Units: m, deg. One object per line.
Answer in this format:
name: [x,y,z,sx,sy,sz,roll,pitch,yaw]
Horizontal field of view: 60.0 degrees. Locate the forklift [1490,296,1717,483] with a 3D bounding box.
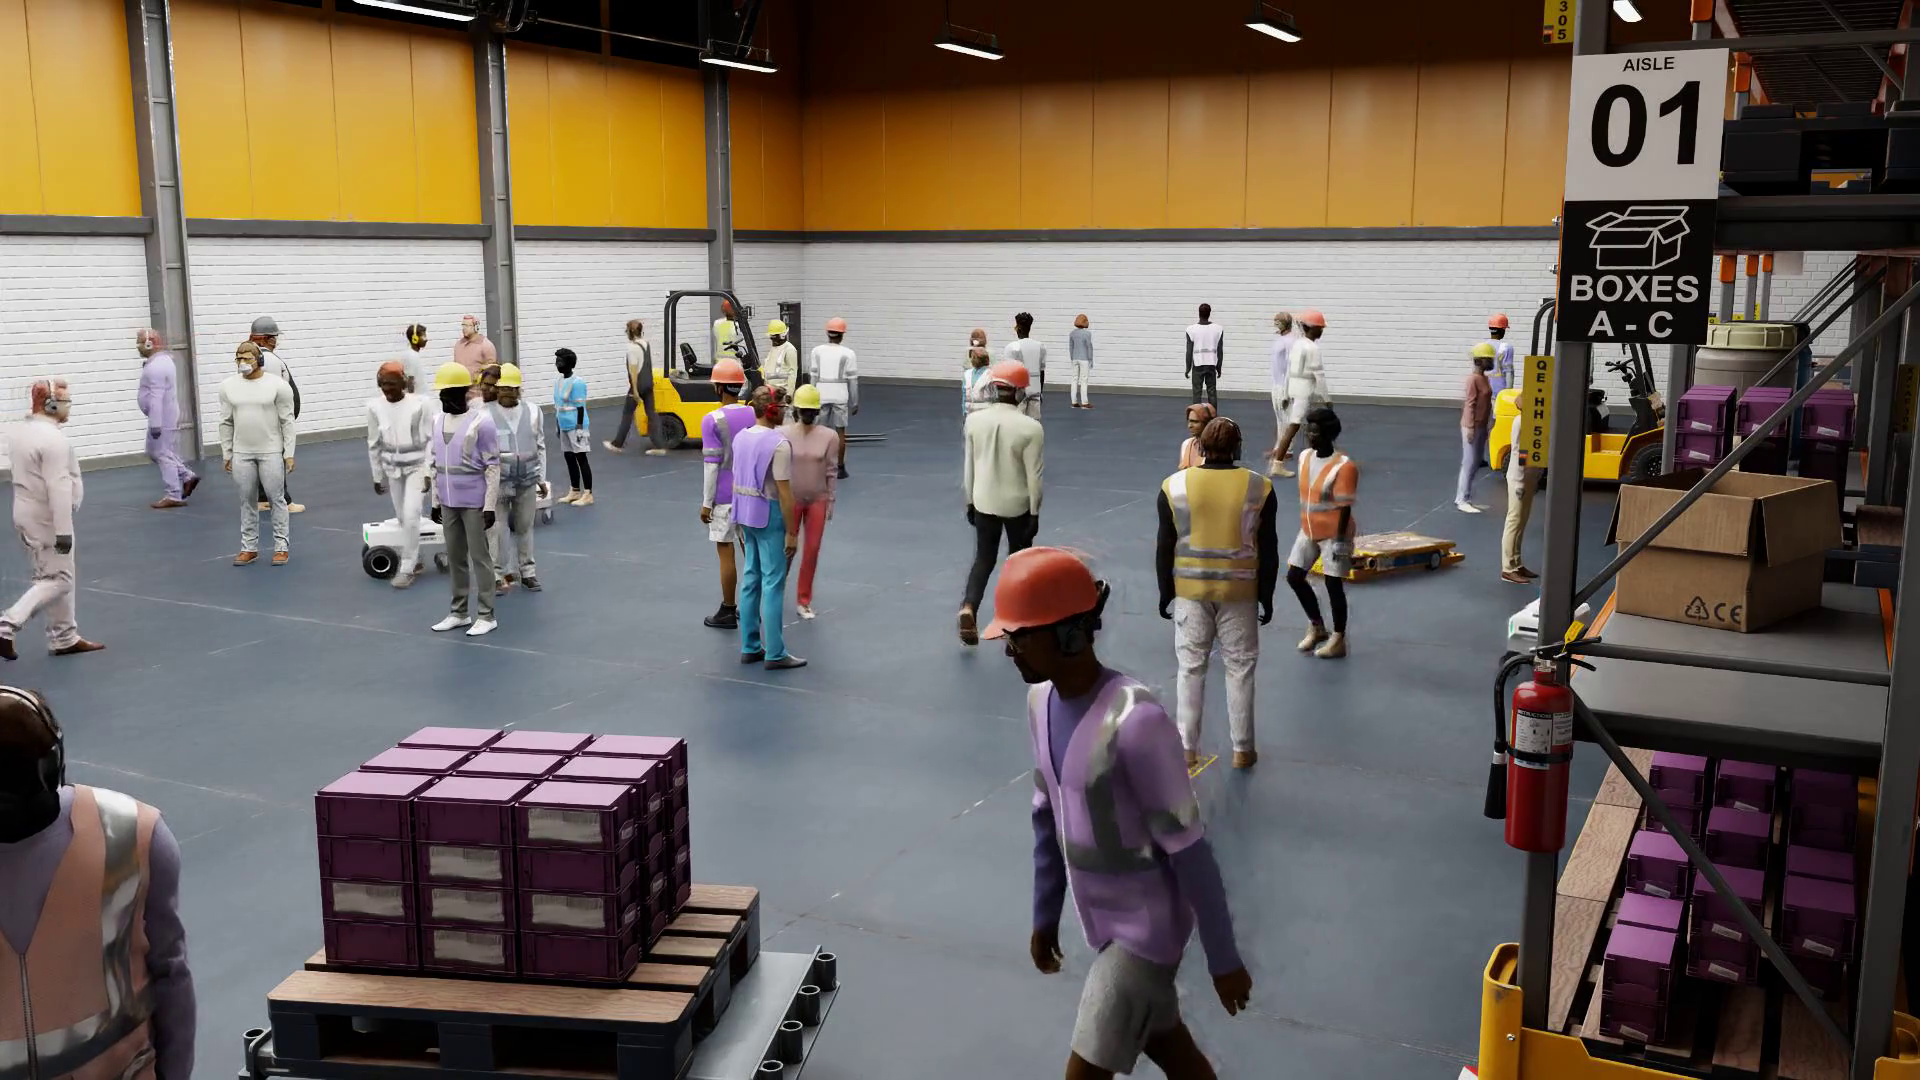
forklift: [7.296,-1.677,18.993,2.313,2.155,1.214,5,11,27]

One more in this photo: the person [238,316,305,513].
person: [-7.122,-1.300,17.257,0.674,2.000,0.535,8,13,40]

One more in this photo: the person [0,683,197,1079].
person: [-1.899,1.190,3.425,0.631,1.840,0.428,-6,11,-30]

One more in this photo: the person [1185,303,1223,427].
person: [3.728,-2.649,25.422,0.591,1.920,0.393,-1,10,-7]

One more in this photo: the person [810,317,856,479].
person: [-1.510,-1.682,19.789,0.565,1.932,0.380,2,10,12]

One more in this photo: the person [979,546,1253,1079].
person: [0.385,0.983,4.284,1.079,1.952,0.652,-3,10,-19]

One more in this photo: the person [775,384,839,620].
person: [-1.149,-0.284,12.245,0.526,1.740,0.466,-3,10,-17]

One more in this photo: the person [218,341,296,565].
person: [-6.033,-0.739,14.301,0.635,1.937,0.354,0,10,-2]

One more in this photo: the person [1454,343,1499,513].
person: [5.373,-1.161,17.315,0.385,1.759,0.558,6,12,31]

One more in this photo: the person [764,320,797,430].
person: [-2.344,-1.952,21.664,0.403,1.823,0.588,-6,12,-33]

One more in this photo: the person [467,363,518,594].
person: [-3.697,-0.496,13.222,0.600,1.835,0.418,6,11,30]

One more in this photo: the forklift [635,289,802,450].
forklift: [-3.358,-2.392,23.136,2.313,2.155,1.214,-1,10,-5]

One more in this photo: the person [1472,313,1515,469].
person: [6.657,-1.849,20.731,0.360,1.935,0.552,-9,13,-42]

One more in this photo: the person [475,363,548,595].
person: [-3.538,-0.481,13.126,0.594,1.828,0.403,-6,11,-31]

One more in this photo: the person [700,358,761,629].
person: [-1.645,-0.330,11.940,0.358,1.938,0.545,8,13,40]

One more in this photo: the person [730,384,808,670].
person: [-1.272,-0.083,10.771,0.381,1.844,0.566,-8,13,-41]

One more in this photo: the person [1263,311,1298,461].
person: [4.193,-1.993,21.576,0.373,1.936,0.629,-1,10,-5]

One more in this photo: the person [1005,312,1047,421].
person: [0.787,-1.820,20.482,0.607,1.966,0.367,-7,12,-36]

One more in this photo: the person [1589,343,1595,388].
person: [9.468,-2.499,25.358,0.307,1.639,0.525,-3,10,-17]

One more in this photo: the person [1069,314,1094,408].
person: [2.108,-3.095,28.819,0.284,1.636,0.500,-10,14,-44]

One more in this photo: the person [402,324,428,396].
person: [-6.480,-1.636,19.776,0.443,1.852,0.513,-3,10,-16]

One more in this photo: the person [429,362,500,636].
person: [-3.510,-0.287,11.716,0.594,1.925,0.369,5,11,28]

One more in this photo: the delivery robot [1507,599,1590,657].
delivery robot: [3.764,0.541,10.621,0.477,0.478,0.707,7,12,35]

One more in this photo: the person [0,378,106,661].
person: [-6.042,-0.112,10.867,0.689,1.878,0.697,9,13,43]

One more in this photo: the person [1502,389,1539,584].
person: [4.632,-0.471,13.632,0.281,1.633,0.498,6,12,33]

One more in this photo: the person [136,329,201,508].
person: [-8.414,-1.279,17.546,0.486,1.889,0.685,-3,10,-18]

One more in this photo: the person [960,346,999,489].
person: [0.228,-1.369,18.821,0.523,1.638,0.310,9,13,43]

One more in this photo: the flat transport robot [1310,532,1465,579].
flat transport robot: [3.586,0.118,14.166,1.431,0.197,0.652,-7,12,-35]

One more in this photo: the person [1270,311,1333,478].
person: [4.195,-1.732,19.881,1.086,1.982,0.626,-2,10,-11]

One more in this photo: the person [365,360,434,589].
person: [-4.501,-0.541,13.465,0.598,1.827,0.843,1,10,7]

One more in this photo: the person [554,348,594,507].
person: [-4.133,-1.200,17.704,0.324,1.688,0.536,-8,13,-40]

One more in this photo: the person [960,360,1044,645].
person: [0.273,-0.243,11.362,0.621,1.970,0.780,5,11,25]

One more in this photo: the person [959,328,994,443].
person: [0.242,-2.170,23.487,0.524,1.629,0.319,6,11,30]

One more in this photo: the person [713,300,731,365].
person: [-3.933,-3.125,28.284,0.585,1.879,0.343,-8,13,-38]

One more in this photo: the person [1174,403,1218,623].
person: [1.742,-0.166,11.890,0.318,1.630,0.512,-6,11,-30]

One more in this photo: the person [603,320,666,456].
person: [-4.315,-2.018,22.103,0.926,1.795,0.523,5,11,28]

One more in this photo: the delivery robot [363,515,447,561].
delivery robot: [-4.638,-0.038,13.975,0.707,0.478,0.477,-4,11,-20]

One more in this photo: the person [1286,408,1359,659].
person: [2.408,-0.038,10.960,0.421,1.675,0.562,-6,11,-30]

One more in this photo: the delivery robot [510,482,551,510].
delivery robot: [-4.341,-0.435,16.276,0.477,0.478,0.707,5,11,28]

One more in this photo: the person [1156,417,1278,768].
person: [1.341,0.277,8.701,0.627,1.843,0.429,2,10,12]

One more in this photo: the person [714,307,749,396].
person: [-3.687,-2.848,26.844,0.666,1.821,0.433,7,12,35]

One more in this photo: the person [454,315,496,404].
person: [-6.166,-1.885,21.025,0.641,1.912,0.408,4,11,24]
